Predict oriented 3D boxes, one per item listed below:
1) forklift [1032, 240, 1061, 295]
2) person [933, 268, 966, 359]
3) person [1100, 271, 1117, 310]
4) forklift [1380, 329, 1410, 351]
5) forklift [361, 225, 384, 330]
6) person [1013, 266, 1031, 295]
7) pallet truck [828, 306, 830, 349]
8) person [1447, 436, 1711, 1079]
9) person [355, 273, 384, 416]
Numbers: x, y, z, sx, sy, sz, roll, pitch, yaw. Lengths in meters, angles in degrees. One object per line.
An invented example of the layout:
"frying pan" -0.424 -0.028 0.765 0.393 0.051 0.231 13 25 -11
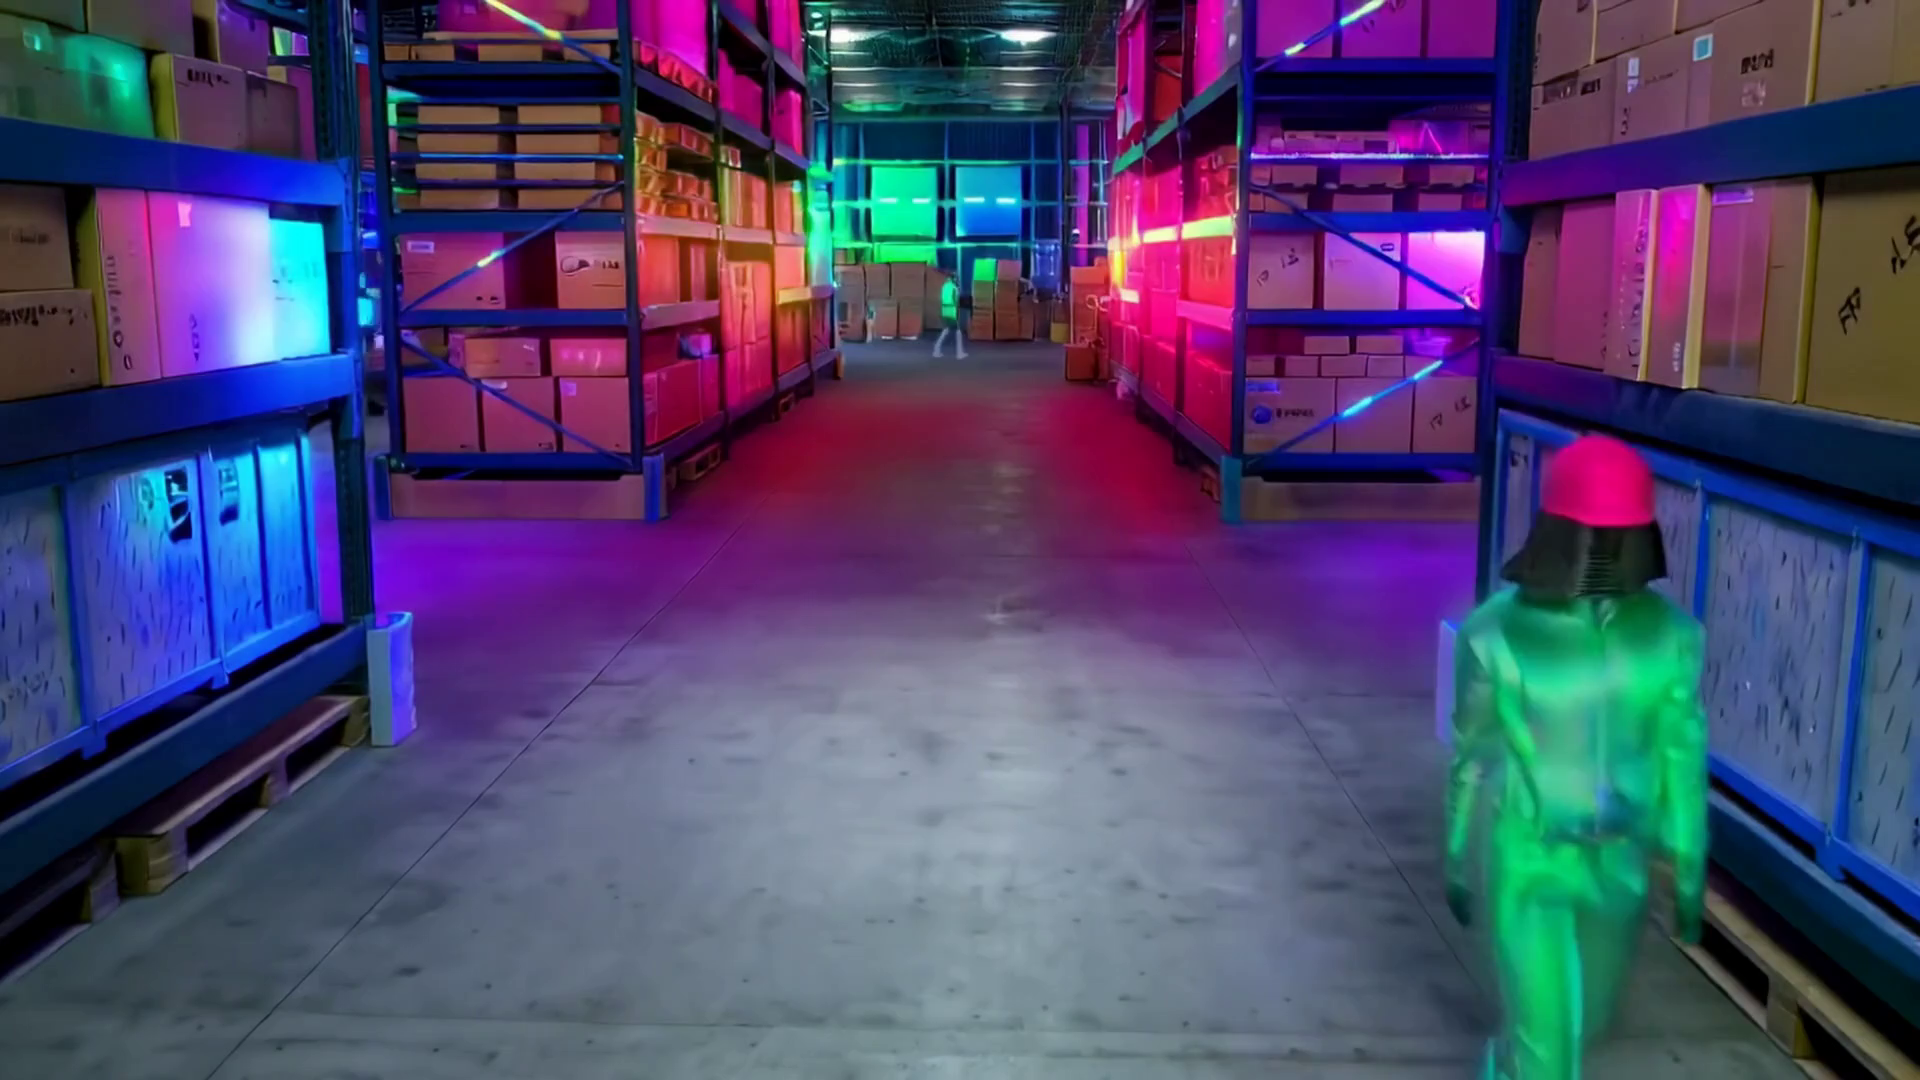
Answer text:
"forklift" 3.172 -9.648 61.356 1.129 2.768 1.873 0 9 1
"person" -0.229 -4.773 35.088 0.553 1.907 0.932 8 12 38
"person" 3.367 -5.294 38.446 0.703 1.817 0.649 -4 10 -23
"forklift" 5.400 -3.360 23.692 1.873 2.768 1.129 0 9 1
"forklift" -13.158 -5.496 36.485 1.129 2.768 1.873 0 9 1
"person" 2.096 -8.349 56.386 0.632 1.938 0.359 -3 10 -16
"pallet truck" -3.100 -3.940 29.800 1.885 1.965 0.823 3 10 19
"person" 1.215 0.620 3.372 0.498 1.706 0.870 0 9 -1
"person" -7.801 -2.497 21.492 0.567 1.881 1.003 0 9 0
